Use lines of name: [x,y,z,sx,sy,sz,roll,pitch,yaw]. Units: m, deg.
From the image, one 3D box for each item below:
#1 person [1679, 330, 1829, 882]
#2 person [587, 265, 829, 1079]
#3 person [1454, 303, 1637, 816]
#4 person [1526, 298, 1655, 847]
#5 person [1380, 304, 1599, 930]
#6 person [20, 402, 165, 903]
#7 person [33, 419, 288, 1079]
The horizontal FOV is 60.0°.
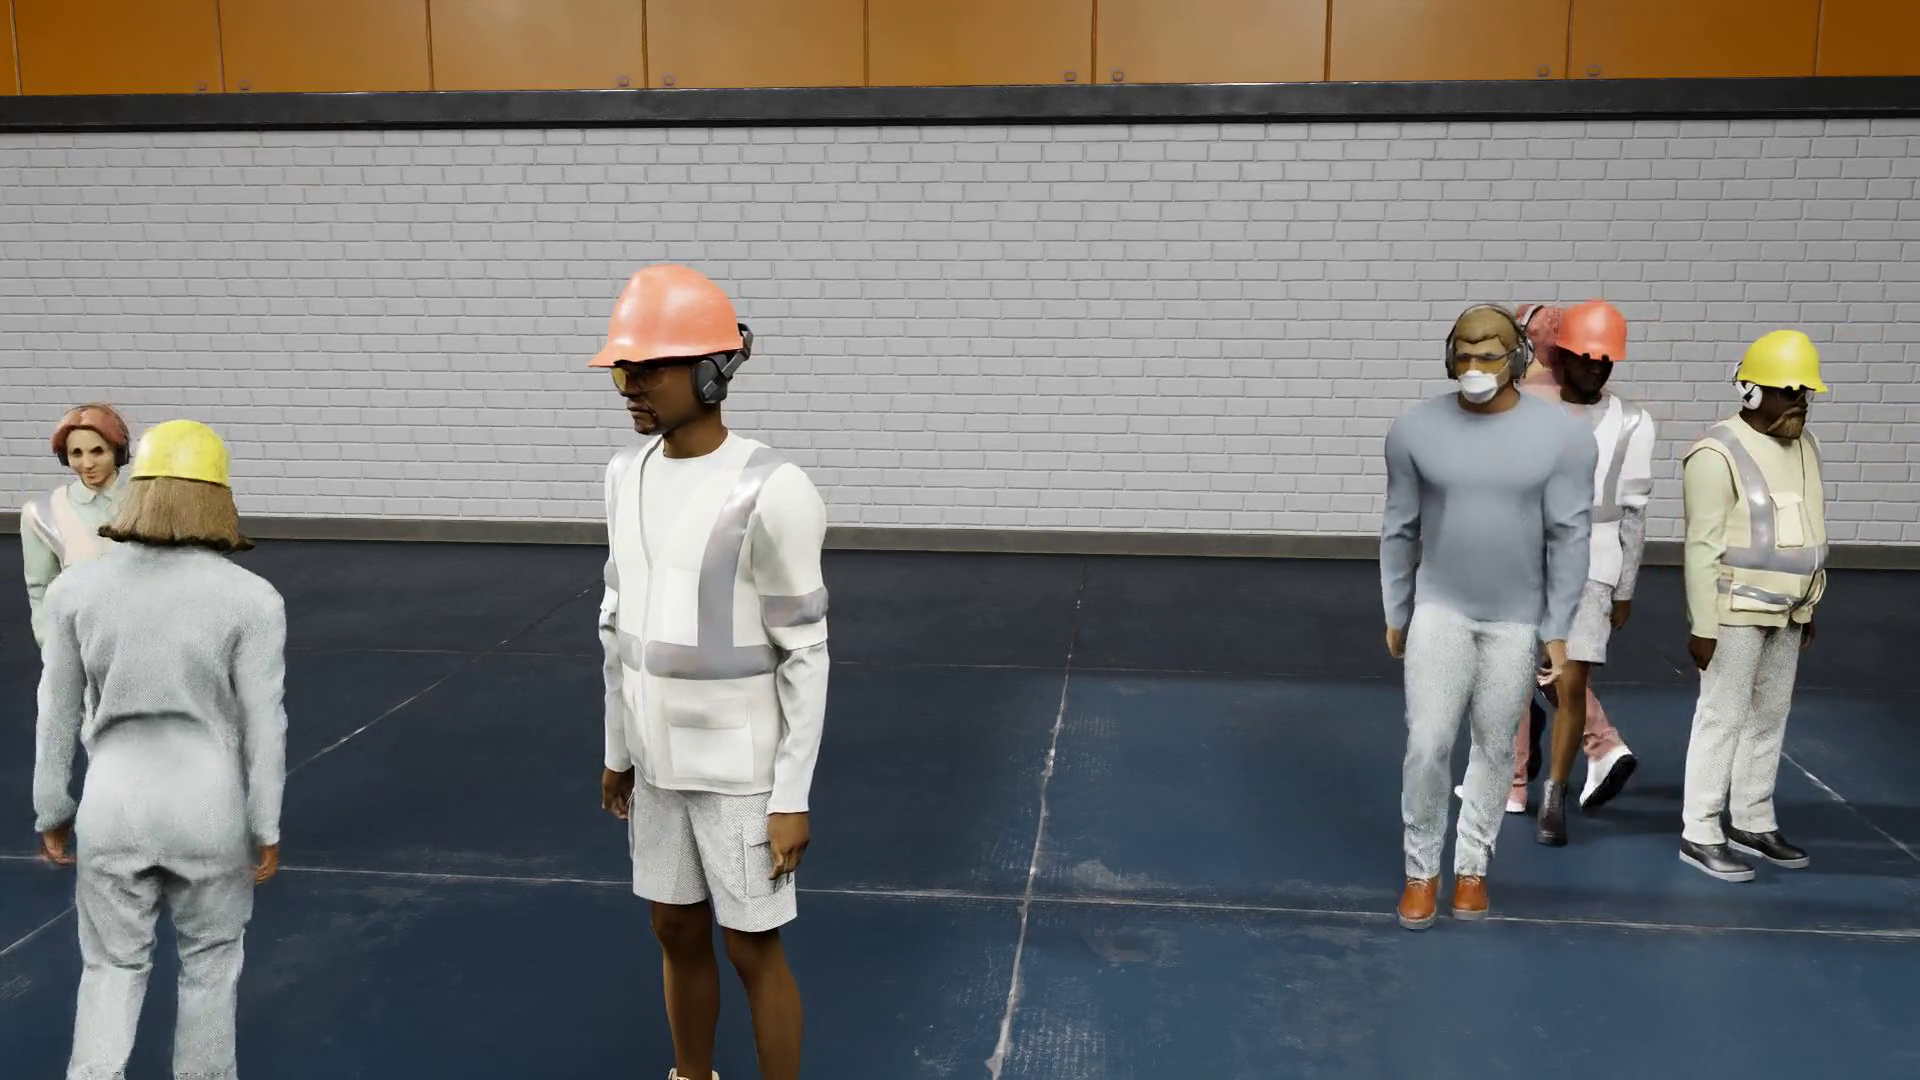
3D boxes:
person: [2.625,0.220,5.505,0.602,1.817,0.403,-6,12,-31]
person: [-0.556,0.457,3.486,0.613,2.041,0.393,8,13,39]
person: [2.111,0.099,5.995,0.642,1.891,0.543,-6,12,-33]
person: [2.153,0.091,5.959,0.564,1.912,0.653,3,10,17]
person: [1.566,0.255,5.031,0.621,1.915,0.609,4,11,20]
person: [-2.611,0.353,5.275,0.555,1.615,0.644,-3,10,-17]
person: [-1.709,0.612,3.542,0.541,1.705,0.630,-2,10,-9]
